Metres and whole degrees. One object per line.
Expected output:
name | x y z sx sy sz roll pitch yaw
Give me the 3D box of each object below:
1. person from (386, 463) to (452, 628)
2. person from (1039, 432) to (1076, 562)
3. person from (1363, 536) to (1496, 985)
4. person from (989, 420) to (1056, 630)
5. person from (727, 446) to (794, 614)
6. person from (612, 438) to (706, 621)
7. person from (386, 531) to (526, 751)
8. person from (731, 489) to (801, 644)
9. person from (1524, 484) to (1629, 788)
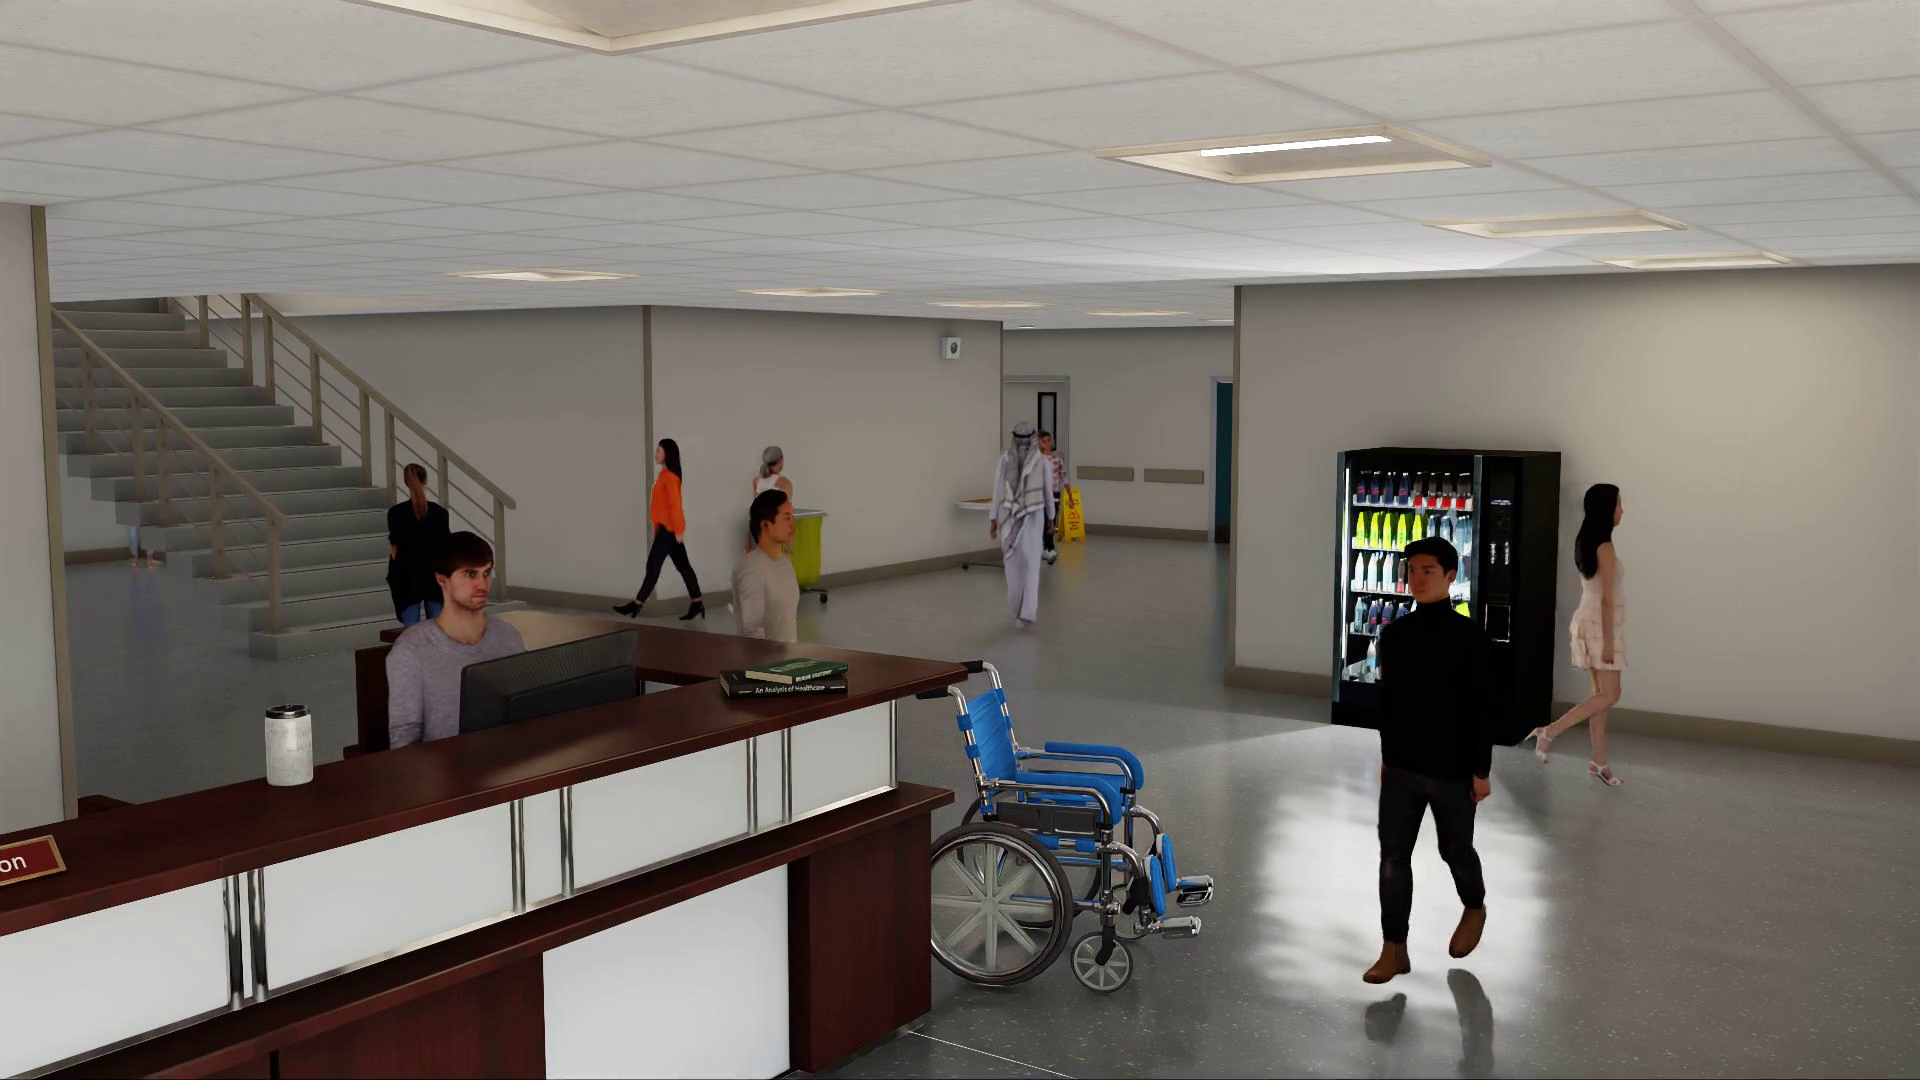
person | -4.006 0.272 12.346 0.723 1.682 0.742 -2 6 -22
person | 1.058 -0.527 20.738 1.058 1.591 1.134 -2 6 -17
person | 1.885 0.847 6.513 1.022 1.706 0.793 5 8 41
person | 0.549 -0.111 15.187 1.289 1.876 1.141 1 6 10
person | -1.814 0.002 15.149 1.131 1.658 0.719 5 8 40
person | -2.617 -0.060 15.514 1.119 1.708 1.101 -2 6 -15
person | -1.647 0.882 5.489 0.559 1.840 0.669 5 8 42
person | -0.992 0.665 7.882 0.962 1.794 0.804 2 6 17
person | 3.500 0.549 9.378 0.898 1.724 0.795 0 6 2
